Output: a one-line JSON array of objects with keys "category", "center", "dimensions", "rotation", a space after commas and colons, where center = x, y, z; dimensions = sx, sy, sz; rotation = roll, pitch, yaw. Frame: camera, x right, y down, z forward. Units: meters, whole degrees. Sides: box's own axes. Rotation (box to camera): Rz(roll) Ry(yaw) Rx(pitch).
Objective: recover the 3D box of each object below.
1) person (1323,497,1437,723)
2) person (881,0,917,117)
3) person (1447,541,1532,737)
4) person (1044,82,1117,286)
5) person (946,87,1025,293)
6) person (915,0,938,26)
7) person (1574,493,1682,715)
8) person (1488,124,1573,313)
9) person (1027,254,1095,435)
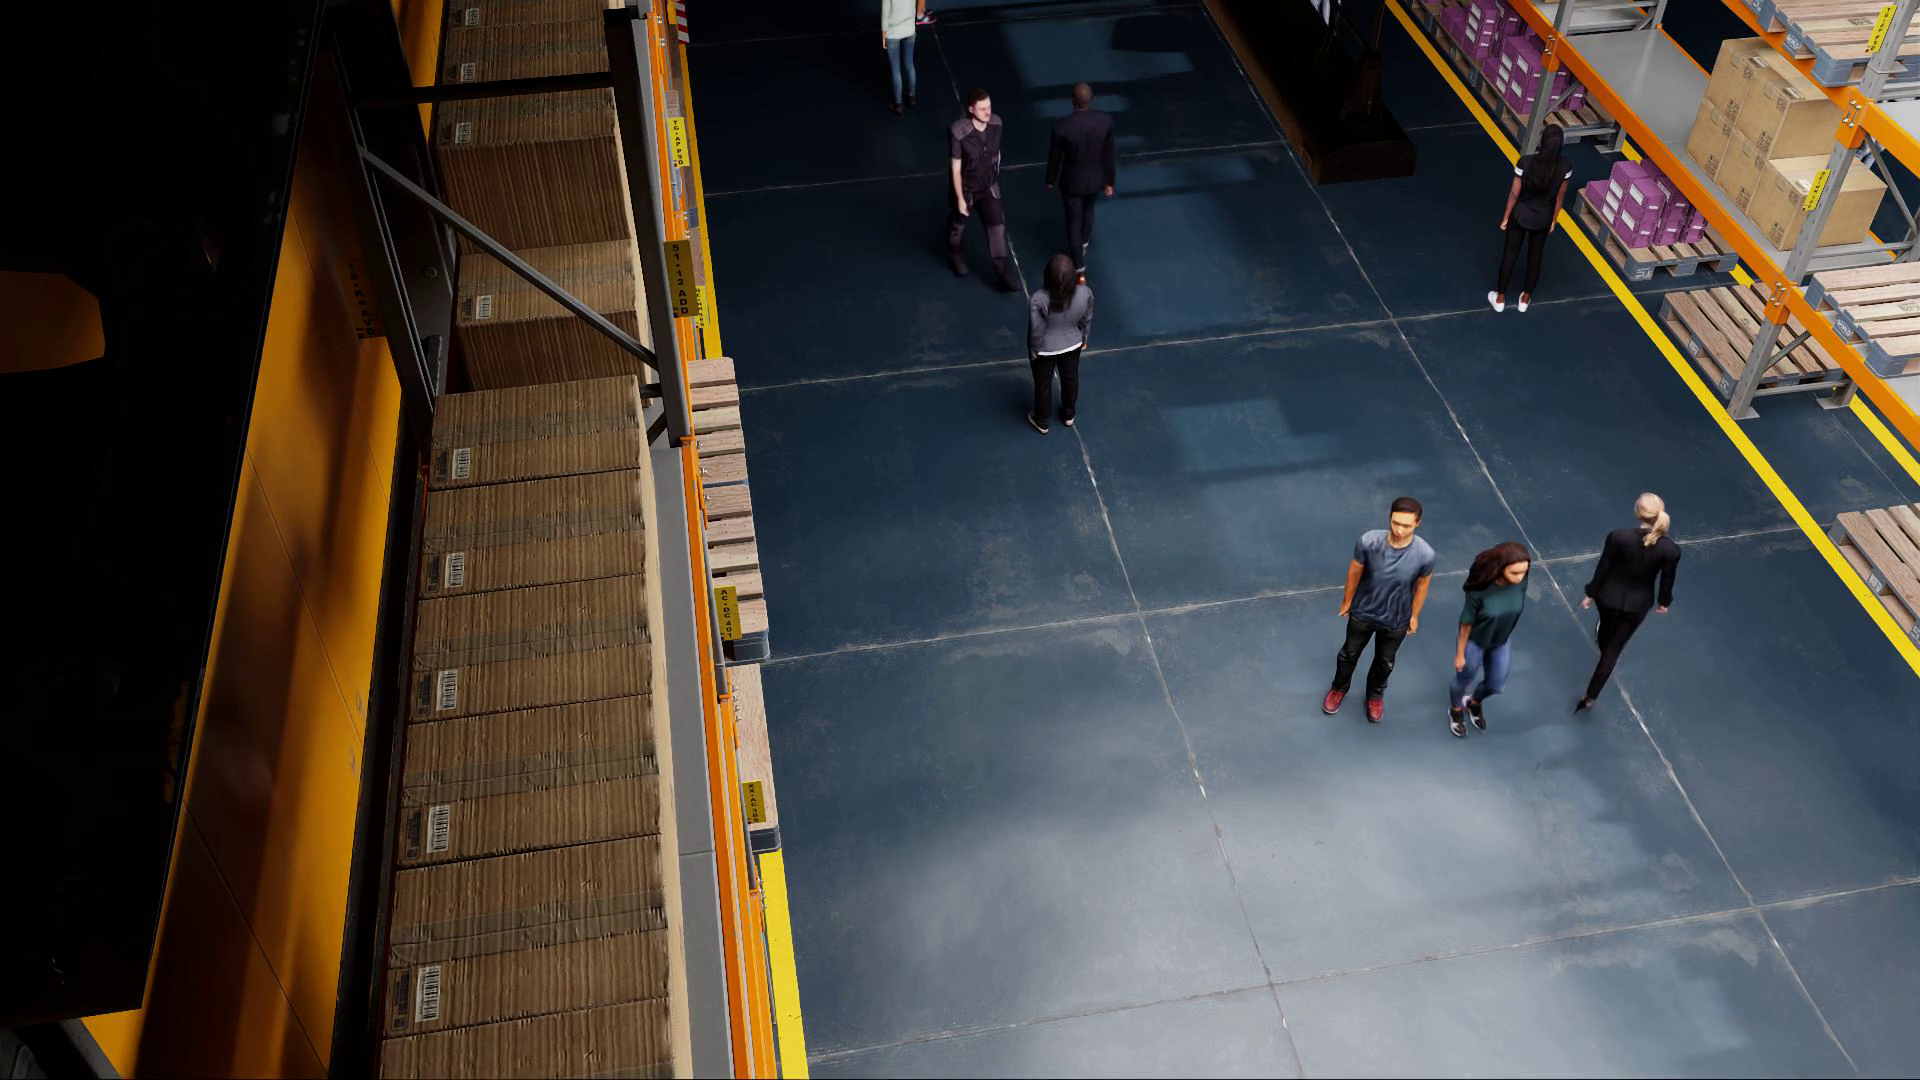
[{"category": "person", "center": [2.650, 0.422, 10.461], "dimensions": [0.725, 1.810, 0.703], "rotation": [11, 45, 12]}, {"category": "person", "center": [-0.585, -4.968, 16.237], "dimensions": [0.630, 1.647, 0.631], "rotation": [-27, 50, -25]}, {"category": "person", "center": [3.253, 0.573, 10.450], "dimensions": [0.582, 1.605, 0.589], "rotation": [-6, 44, -6]}, {"category": "person", "center": [1.054, -2.946, 14.008], "dimensions": [0.761, 1.794, 0.923], "rotation": [-10, 45, -11]}, {"category": "person", "center": [0.060, -3.001, 14.058], "dimensions": [0.958, 1.804, 1.220], "rotation": [-21, 48, -21]}, {"category": "person", "center": [-0.385, -6.296, 17.585], "dimensions": [0.673, 1.711, 0.557], "rotation": [-15, 46, -15]}, {"category": "person", "center": [4.159, 0.472, 10.519], "dimensions": [1.038, 1.658, 1.151], "rotation": [21, 47, 20]}, {"category": "person", "center": [4.718, -2.655, 13.750], "dimensions": [0.677, 1.728, 0.671], "rotation": [5, 44, 5]}, {"category": "person", "center": [0.732, -1.502, 12.634], "dimensions": [0.704, 1.598, 0.698], "rotation": [-13, 45, -14]}]
